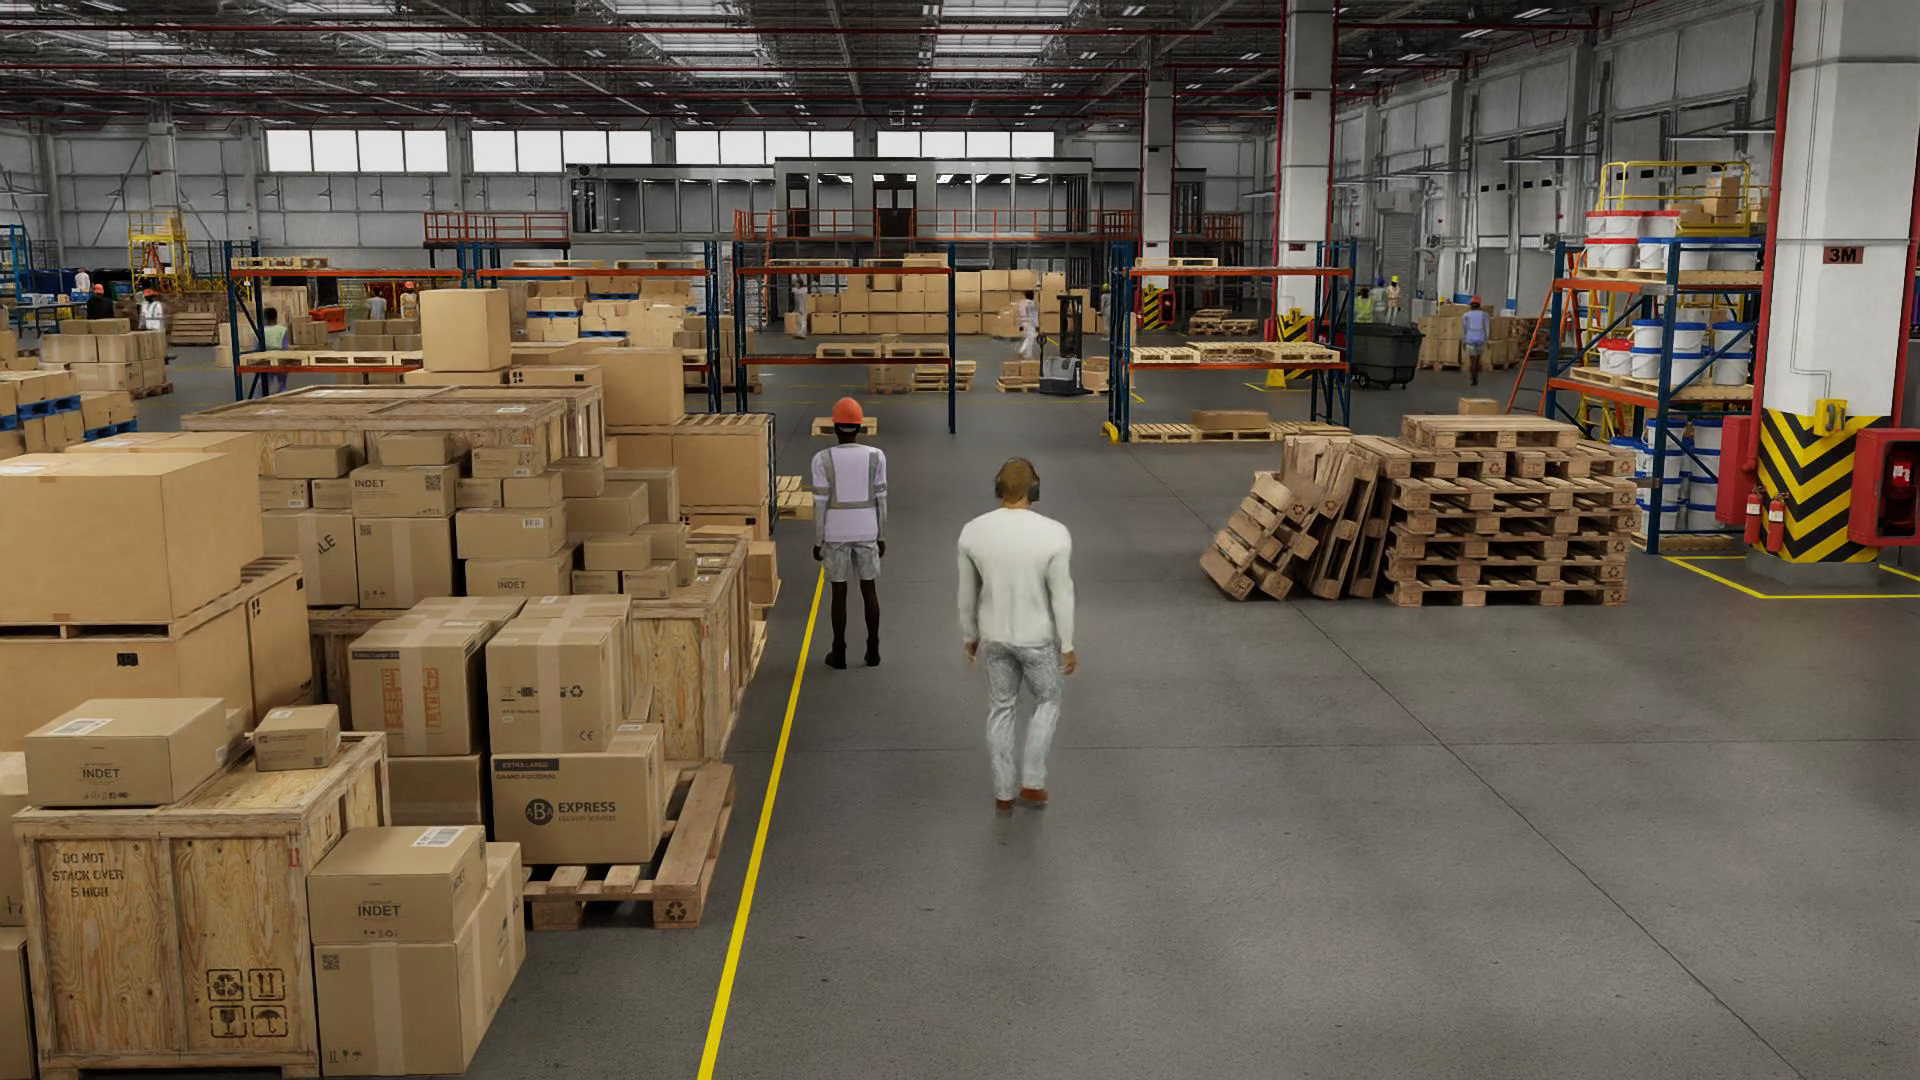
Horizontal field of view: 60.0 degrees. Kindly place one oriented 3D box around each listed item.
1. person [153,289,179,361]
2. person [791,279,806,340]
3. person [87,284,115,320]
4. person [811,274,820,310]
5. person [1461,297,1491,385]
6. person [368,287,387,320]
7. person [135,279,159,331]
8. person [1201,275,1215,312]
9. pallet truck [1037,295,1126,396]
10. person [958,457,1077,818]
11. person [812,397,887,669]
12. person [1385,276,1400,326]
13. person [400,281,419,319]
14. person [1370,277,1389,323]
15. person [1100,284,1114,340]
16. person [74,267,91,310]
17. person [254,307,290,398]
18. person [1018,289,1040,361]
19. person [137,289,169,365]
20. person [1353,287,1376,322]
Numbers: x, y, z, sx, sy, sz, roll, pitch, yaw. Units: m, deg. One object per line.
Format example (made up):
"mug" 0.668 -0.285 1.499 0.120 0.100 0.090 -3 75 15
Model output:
"person" -20.248 -5.417 42.070 0.558 1.829 0.914 4 11 19
"person" -4.941 -7.098 51.265 0.392 1.895 0.698 -7 12 -33
"person" -21.328 -5.362 41.314 0.616 1.993 0.397 -5 12 -28
"person" -5.272 -8.799 60.766 0.353 1.887 0.572 1 10 8
"person" 11.009 -4.240 35.487 0.614 1.851 1.032 1 10 7
"person" -15.521 -5.830 44.367 0.543 1.834 0.881 -2 10 -11
"person" -23.333 -6.510 47.792 0.609 1.964 0.367 -7 12 -34
"person" 10.661 -10.773 71.497 0.612 1.986 0.407 3 11 18
"pallet truck" 2.483 -3.881 33.060 1.885 1.965 0.823 -7 13 -36
"person" 0.313 0.513 8.765 0.658 1.926 0.474 4 11 23
"person" -0.789 -0.045 11.855 0.542 1.939 0.365 -3 11 -15
"person" 14.170 -7.681 54.454 0.586 1.917 0.380 -4 11 -22
"person" -15.366 -6.273 46.556 0.370 1.935 0.552 9 13 40
"person" 12.994 -7.172 51.560 0.634 1.934 0.561 6 12 31
"person" 4.519 -7.022 51.268 0.489 1.743 0.323 -7 12 -35
"person" -39.251 -11.246 74.458 0.668 1.889 0.400 0 10 3
"person" -12.070 -3.136 29.198 0.595 1.900 0.713 -1 10 -3
"person" 1.781 -5.461 42.336 0.442 1.828 0.628 -5 12 -28
"person" -19.830 -5.200 40.711 0.548 1.879 1.001 5 11 27
"person" 10.901 -5.915 44.880 0.627 1.830 0.437 2 10 13
